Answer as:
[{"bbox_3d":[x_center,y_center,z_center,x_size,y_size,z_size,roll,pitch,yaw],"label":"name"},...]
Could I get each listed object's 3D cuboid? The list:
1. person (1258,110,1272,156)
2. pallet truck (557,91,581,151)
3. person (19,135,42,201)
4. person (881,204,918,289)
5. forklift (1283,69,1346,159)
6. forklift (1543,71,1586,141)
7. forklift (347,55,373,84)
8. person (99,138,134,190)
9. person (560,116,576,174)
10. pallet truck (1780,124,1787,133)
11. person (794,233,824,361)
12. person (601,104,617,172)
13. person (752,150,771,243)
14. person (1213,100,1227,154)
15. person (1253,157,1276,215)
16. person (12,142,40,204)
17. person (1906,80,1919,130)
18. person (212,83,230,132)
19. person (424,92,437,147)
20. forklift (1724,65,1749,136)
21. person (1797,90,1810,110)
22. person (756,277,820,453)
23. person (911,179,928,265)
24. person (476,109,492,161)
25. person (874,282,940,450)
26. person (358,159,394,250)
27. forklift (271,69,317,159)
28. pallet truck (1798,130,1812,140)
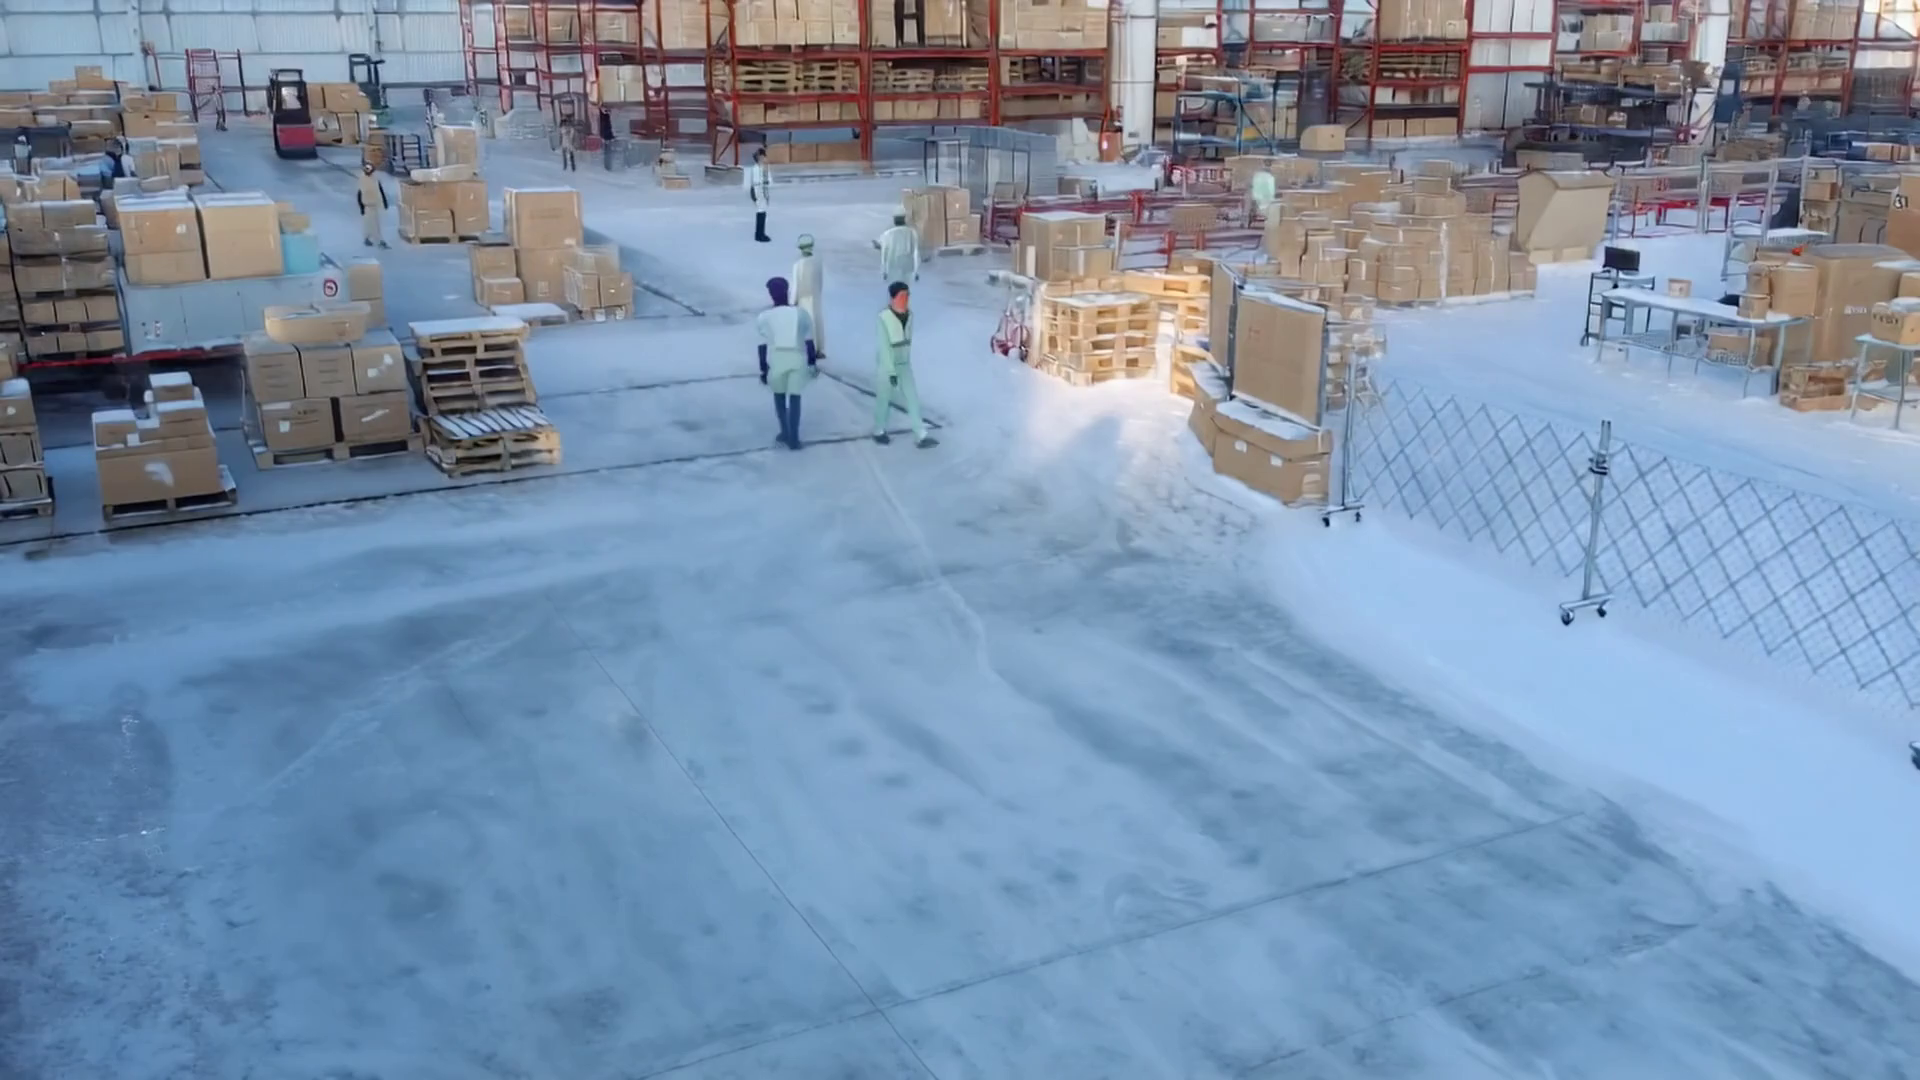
[{"bbox_3d":[9.568,-12.567,51.918,0.530,1.697,0.322,5,18,15],"label":"person"},{"bbox_3d":[-13.495,-14.412,57.188,0.823,1.965,1.885,-3,18,-9],"label":"pallet truck"},{"bbox_3d":[-23.685,-9.460,42.328,0.523,1.638,0.310,6,19,17],"label":"person"},{"bbox_3d":[-0.910,-4.149,25.370,0.557,1.898,0.971,-3,18,-9],"label":"person"},{"bbox_3d":[11.615,-13.871,54.079,1.129,2.768,1.873,-9,20,-27],"label":"forklift"},{"bbox_3d":[18.685,-13.231,52.085,1.873,2.768,1.129,-9,20,-26],"label":"forklift"},{"bbox_3d":[-25.310,-19.119,70.440,1.129,2.768,1.873,-16,24,-40],"label":"forklift"},{"bbox_3d":[-18.459,-7.778,36.435,0.687,2.000,0.535,-16,24,-41],"label":"person"},{"bbox_3d":[-11.582,-11.646,49.056,0.532,1.693,0.319,8,19,24],"label":"person"},{"bbox_3d":[25.206,-12.542,52.601,1.601,1.201,0.680,0,18,-2],"label":"pallet truck"},{"bbox_3d":[-2.111,-3.385,23.181,0.318,1.769,0.522,12,22,34],"label":"person"},{"bbox_3d":[-10.520,-12.009,49.698,0.387,1.996,0.611,-6,19,-19],"label":"person"},{"bbox_3d":[-4.169,-7.223,34.958,0.587,1.901,0.606,8,19,24],"label":"person"},{"bbox_3d":[8.748,-13.916,55.782,0.611,1.910,0.473,-10,20,-29],"label":"person"},{"bbox_3d":[6.227,-6.942,34.187,0.511,1.822,0.597,-7,19,-22],"label":"person"},{"bbox_3d":[-20.772,-7.884,37.023,0.574,1.883,0.356,1,18,2],"label":"person"},{"bbox_3d":[38.345,-17.432,66.675,0.971,1.965,0.637,-10,20,-27],"label":"person"},{"bbox_3d":[-29.345,-17.112,65.772,0.589,1.892,0.608,1,18,2],"label":"person"},{"bbox_3d":[-18.606,-14.789,58.508,0.390,1.912,0.589,-11,21,-32],"label":"person"},{"bbox_3d":[26.806,-15.244,58.359,1.873,2.768,1.129,-13,22,-34],"label":"forklift"},{"bbox_3d":[32.200,-16.296,63.543,0.791,1.756,0.534,-10,20,-27],"label":"person"},{"bbox_3d":[-1.891,-1.955,18.440,0.715,1.936,0.569,-2,18,-7],"label":"person"},{"bbox_3d":[-0.817,-6.084,31.827,0.398,1.616,0.528,-8,20,-24],"label":"person"},{"bbox_3d":[-15.252,-13.000,53.402,0.698,1.612,0.551,6,19,19],"label":"person"},{"bbox_3d":[-0.638,-1.905,18.406,0.590,1.867,1.001,-16,24,-41],"label":"person"},{"bbox_3d":[-11.902,-6.811,33.804,1.011,1.807,0.503,10,20,28],"label":"person"},{"bbox_3d":[-21.830,-13.945,54.309,1.129,2.768,1.873,-9,20,-26],"label":"forklift"},{"bbox_3d":[25.526,-11.556,49.408,1.630,1.274,0.653,-9,20,-26],"label":"pallet truck"}]
